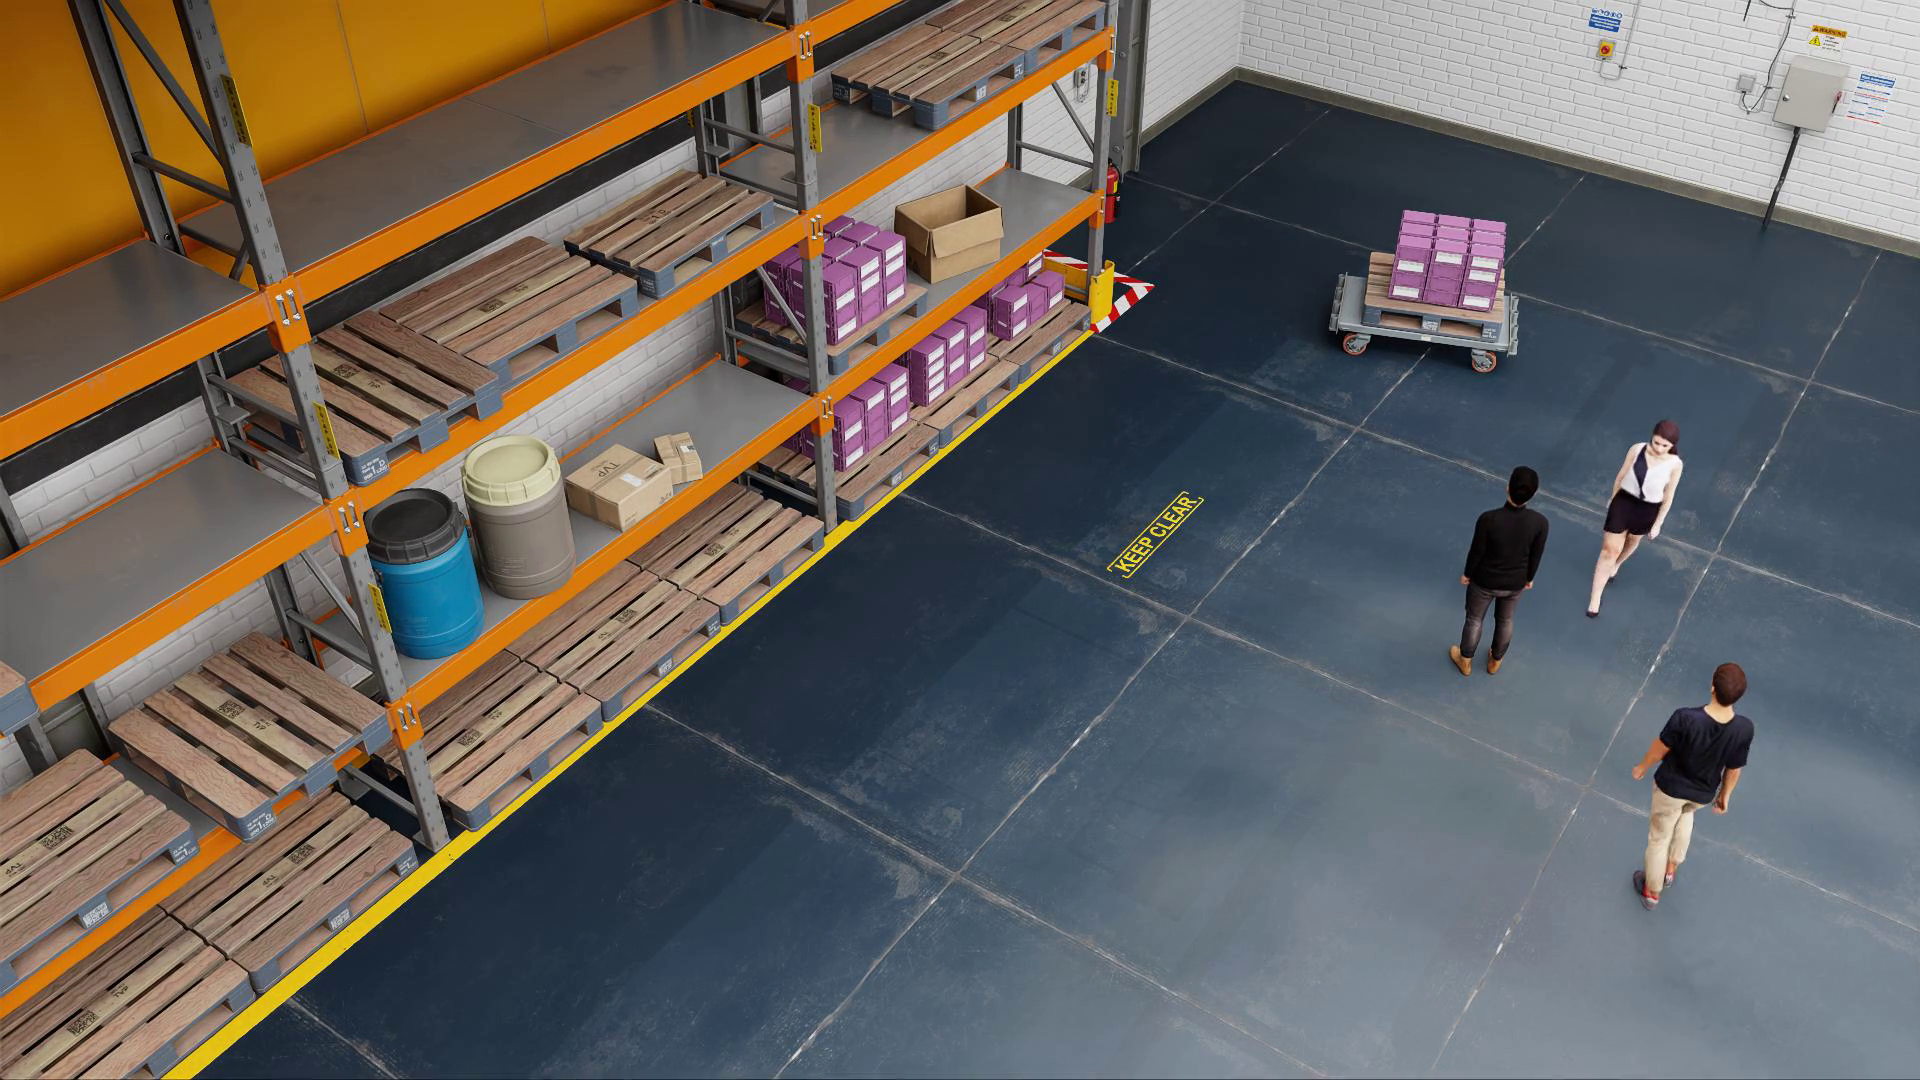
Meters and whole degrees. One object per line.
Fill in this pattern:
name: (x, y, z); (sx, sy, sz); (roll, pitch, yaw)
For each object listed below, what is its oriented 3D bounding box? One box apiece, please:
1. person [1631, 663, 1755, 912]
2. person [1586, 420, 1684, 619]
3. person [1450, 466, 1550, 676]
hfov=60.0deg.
person: (4.267, 1.511, 9.721); (0.775, 1.842, 0.813); (1, 39, 1)
person: (4.947, -0.246, 12.106); (0.647, 1.612, 1.041); (20, 43, 23)
person: (3.710, 0.225, 11.428); (0.726, 1.723, 0.724); (2, 39, 3)
